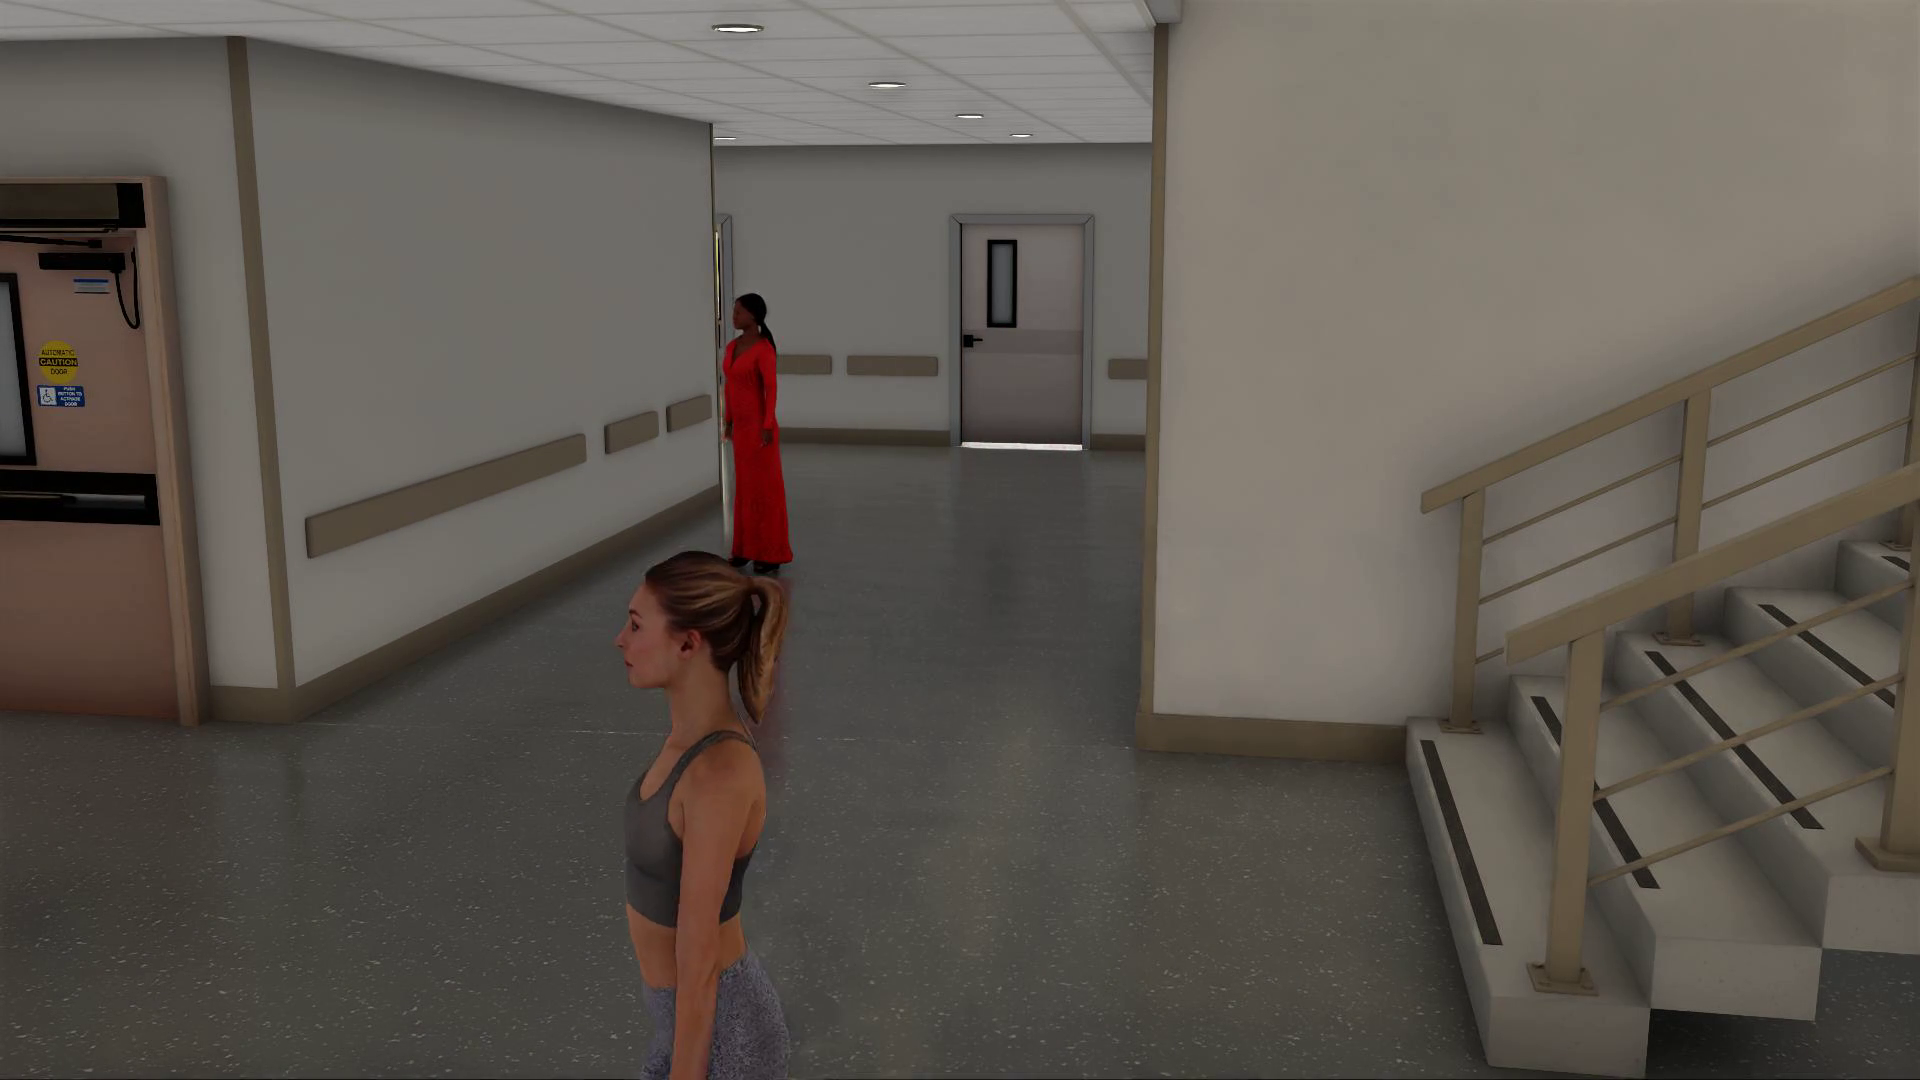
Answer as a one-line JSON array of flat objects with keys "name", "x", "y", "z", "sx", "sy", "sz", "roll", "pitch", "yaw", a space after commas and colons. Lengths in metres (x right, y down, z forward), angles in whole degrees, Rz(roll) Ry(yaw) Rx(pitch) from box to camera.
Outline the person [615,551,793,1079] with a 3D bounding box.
[{"name": "person", "x": -0.336, "y": 0.857, "z": 2.793, "sx": 0.800, "sy": 1.693, "sz": 0.706, "roll": -3, "pitch": 11, "yaw": -14}]

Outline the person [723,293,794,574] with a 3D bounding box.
[{"name": "person", "x": -1.312, "y": -0.685, "z": 10.675, "sx": 0.802, "sy": 1.785, "sz": 0.723, "roll": -10, "pitch": 15, "yaw": -44}]
